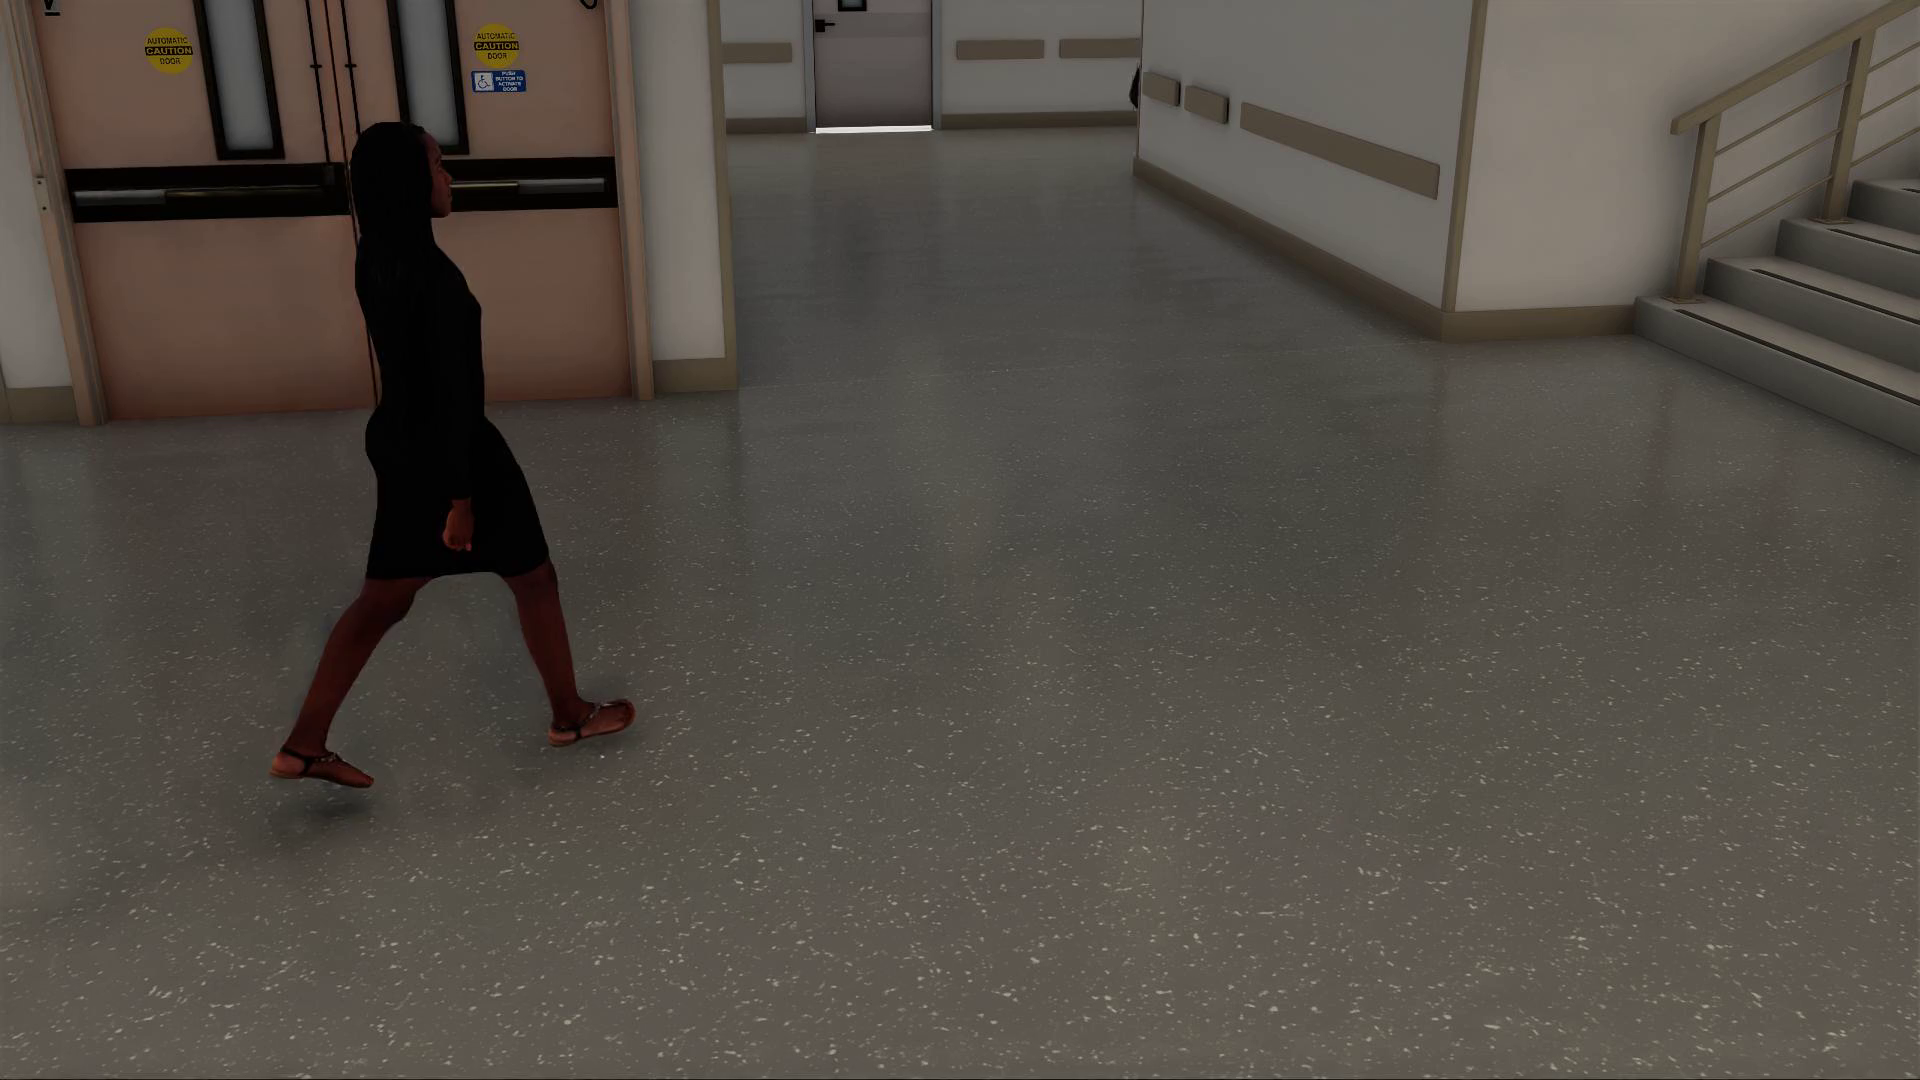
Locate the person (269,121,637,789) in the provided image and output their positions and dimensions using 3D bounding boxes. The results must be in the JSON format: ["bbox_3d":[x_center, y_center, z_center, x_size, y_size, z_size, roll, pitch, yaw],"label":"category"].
[{"bbox_3d":[-1.373,-0.137,4.117,1.251,1.682,1.026,-17,27,-38],"label":"person"}]
